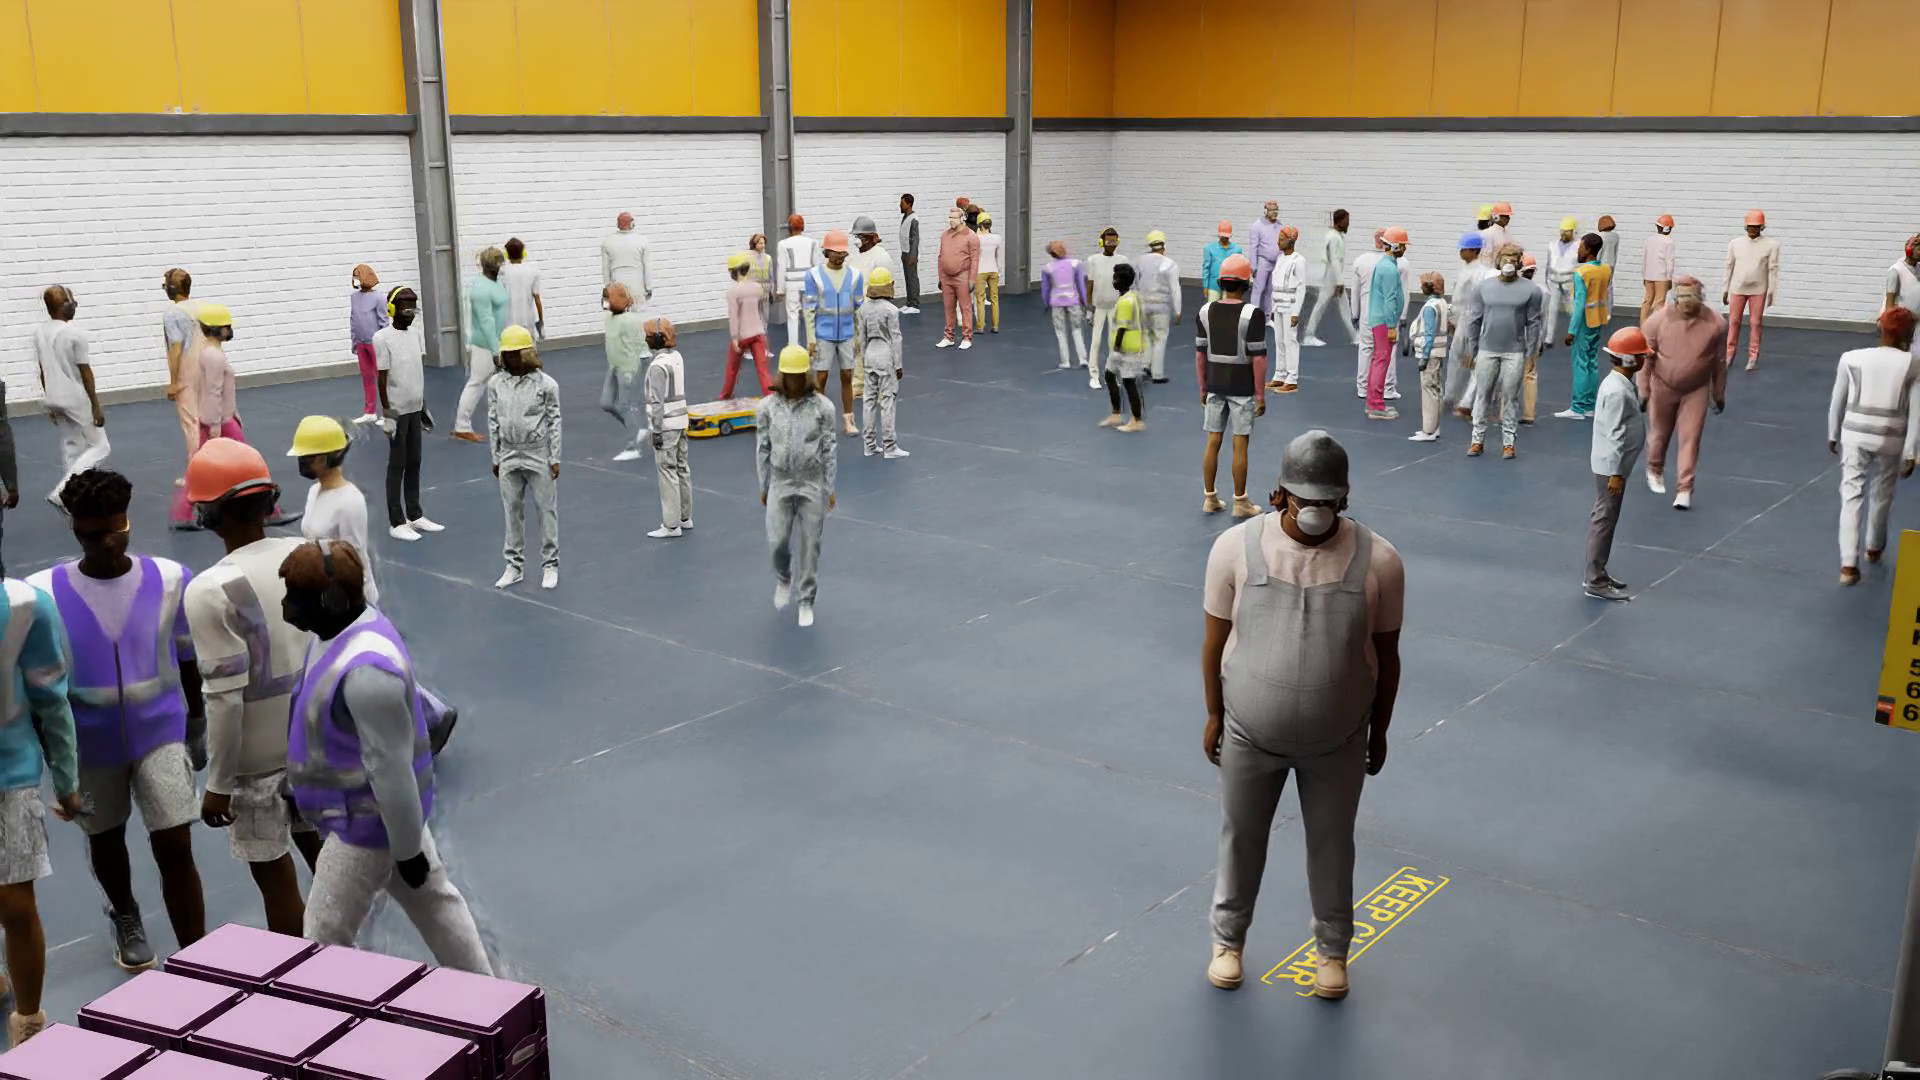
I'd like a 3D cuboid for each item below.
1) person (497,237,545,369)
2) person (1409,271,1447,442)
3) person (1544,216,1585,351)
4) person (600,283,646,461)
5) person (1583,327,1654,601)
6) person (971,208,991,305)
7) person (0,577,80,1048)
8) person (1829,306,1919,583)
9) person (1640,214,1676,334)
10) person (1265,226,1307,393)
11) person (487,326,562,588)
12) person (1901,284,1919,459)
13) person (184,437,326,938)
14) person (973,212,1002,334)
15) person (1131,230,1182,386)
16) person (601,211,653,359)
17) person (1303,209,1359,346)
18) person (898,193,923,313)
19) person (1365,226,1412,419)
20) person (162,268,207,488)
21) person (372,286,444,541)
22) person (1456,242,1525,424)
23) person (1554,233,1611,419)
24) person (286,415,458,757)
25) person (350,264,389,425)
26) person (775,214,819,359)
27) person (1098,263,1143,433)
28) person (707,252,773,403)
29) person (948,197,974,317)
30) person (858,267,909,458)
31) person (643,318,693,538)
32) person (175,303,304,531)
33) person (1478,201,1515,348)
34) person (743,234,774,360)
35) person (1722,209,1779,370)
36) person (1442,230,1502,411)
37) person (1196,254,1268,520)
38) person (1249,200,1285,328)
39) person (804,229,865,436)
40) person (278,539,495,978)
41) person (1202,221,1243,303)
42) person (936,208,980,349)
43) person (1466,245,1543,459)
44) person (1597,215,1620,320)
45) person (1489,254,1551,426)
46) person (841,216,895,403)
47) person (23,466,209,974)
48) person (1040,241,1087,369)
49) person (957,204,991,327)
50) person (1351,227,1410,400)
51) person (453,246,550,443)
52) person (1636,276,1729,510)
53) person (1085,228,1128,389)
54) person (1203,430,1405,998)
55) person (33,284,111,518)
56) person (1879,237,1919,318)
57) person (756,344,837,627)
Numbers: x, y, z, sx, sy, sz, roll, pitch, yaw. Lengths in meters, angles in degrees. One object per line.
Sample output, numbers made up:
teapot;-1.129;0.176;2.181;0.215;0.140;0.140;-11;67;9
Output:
person;-4.722;-2.295;17.748;0.543;1.836;0.836;-4;15;-15
person;4.537;-1.766;16.052;0.311;1.636;0.523;7;16;27
person;8.267;-3.500;22.655;0.598;1.805;0.832;11;18;38
person;-3.083;-1.528;15.139;0.374;1.622;0.506;-12;18;-39
person;4.240;-0.499;10.740;0.319;1.755;0.565;5;15;19
person;0.323;-4.802;28.189;0.507;1.633;0.276;11;18;38
person;-3.161;0.743;5.318;0.629;2.006;0.758;-6;15;-24
person;6.197;-0.669;11.267;0.584;1.827;1.021;8;16;30
person;10.049;-3.789;23.895;0.337;1.749;0.574;-5;15;-18
person;3.714;-2.622;18.968;0.346;1.882;0.584;-4;15;-16
person;-2.855;-0.537;10.923;0.487;1.744;0.312;2;14;6
person;8.847;-1.693;14.940;0.710;2.000;1.021;0;14;-1
person;-2.301;0.670;5.497;0.393;2.040;0.611;4;15;15
person;0.366;-3.883;24.254;0.523;1.766;0.315;-7;16;-26
person;2.299;-2.706;19.469;0.635;1.807;0.419;11;18;39
person;-4.321;-3.304;21.668;0.642;1.899;0.399;0;14;-2
person;5.219;-3.578;22.810;0.995;1.863;0.624;5;15;19
person;-0.811;-4.641;26.964;0.391;1.920;0.588;-4;15;-17
person;4.456;-2.263;17.339;0.405;1.986;0.620;2;14;7
person;-6.488;-1.361;14.008;0.332;1.844;0.517;3;14;12
person;-4.087;-0.939;12.287;0.327;1.865;0.517;4;15;17
person;5.436;-2.087;16.888;0.419;1.857;0.603;-4;15;-15
person;6.503;-2.215;17.268;0.593;1.921;0.388;-13;19;-42
person;-2.793;0.263;7.730;0.798;1.740;0.526;-13;19;-42
person;-6.010;-1.986;16.935;0.498;1.634;0.280;7;16;28
person;-2.101;-3.262;21.536;0.634;1.881;0.354;-9;17;-31
person;1.571;-1.895;16.478;0.589;1.674;0.564;2;14;8
person;-2.272;-2.127;17.344;0.927;1.710;0.521;13;19;42
person;0.004;-4.510;26.536;0.344;1.879;0.581;8;16;30
person;-0.712;-1.624;15.265;0.485;1.746;0.289;11;18;38
person;-2.166;-0.829;12.321;0.313;1.634;0.515;2;14;9
person;-5.518;-0.911;12.471;0.907;1.715;0.532;-8;16;-30
person;7.284;-3.586;22.596;0.376;1.995;0.612;13;19;41
person;-2.642;-3.175;21.708;0.507;1.632;0.318;-13;19;-42
person;9.821;-3.111;20.731;0.616;1.987;0.408;9;17;33
person;5.454;-2.319;17.674;0.809;1.926;0.614;1;14;5
person;2.106;-1.179;12.873;0.607;2.048;0.365;11;18;38
person;4.620;-4.113;24.882;0.648;1.907;0.401;-7;16;-27
person;-1.206;-1.993;16.168;0.608;2.033;0.417;-5;15;-20
person;-1.936;0.863;5.240;0.988;1.785;0.636;-5;15;-20
person;3.578;-3.470;22.647;0.563;1.739;0.353;-2;14;-9
person;-0.050;-3.563;22.685;0.642;1.909;0.410;9;17;33
person;4.962;-1.716;15.237;0.631;1.940;0.370;6;15;22
person;10.022;-4.227;25.893;0.499;1.633;0.284;-8;16;-29
person;5.687;-2.021;16.856;0.633;1.741;0.372;-5;15;-20
person;-1.060;-2.524;18.260;0.537;2.000;0.682;-13;19;-41
person;-2.860;0.691;5.689;0.594;1.909;0.973;-9;16;-31
person;1.293;-2.939;20.815;0.586;1.593;0.321;-1;14;-3
person;0.177;-4.155;25.189;0.625;1.841;0.429;-3;14;-12
person;4.672;-2.510;18.488;0.642;1.905;0.401;8;16;29
person;-4.425;-1.839;15.838;1.021;1.883;0.651;1;14;4
person;5.823;-1.213;13.434;0.693;1.858;1.005;5;15;20
person;1.697;-2.673;19.237;0.504;1.861;0.328;-2;14;-8
person;1.168;0.605;5.756;0.681;2.000;0.535;3;14;12
person;-6.799;-1.027;12.694;0.539;1.833;0.543;6;15;22
person;10.220;-2.376;18.089;0.563;1.837;0.386;-8;16;-30
person;-0.987;-0.333;10.128;0.487;1.733;0.399;-1;14;-2
